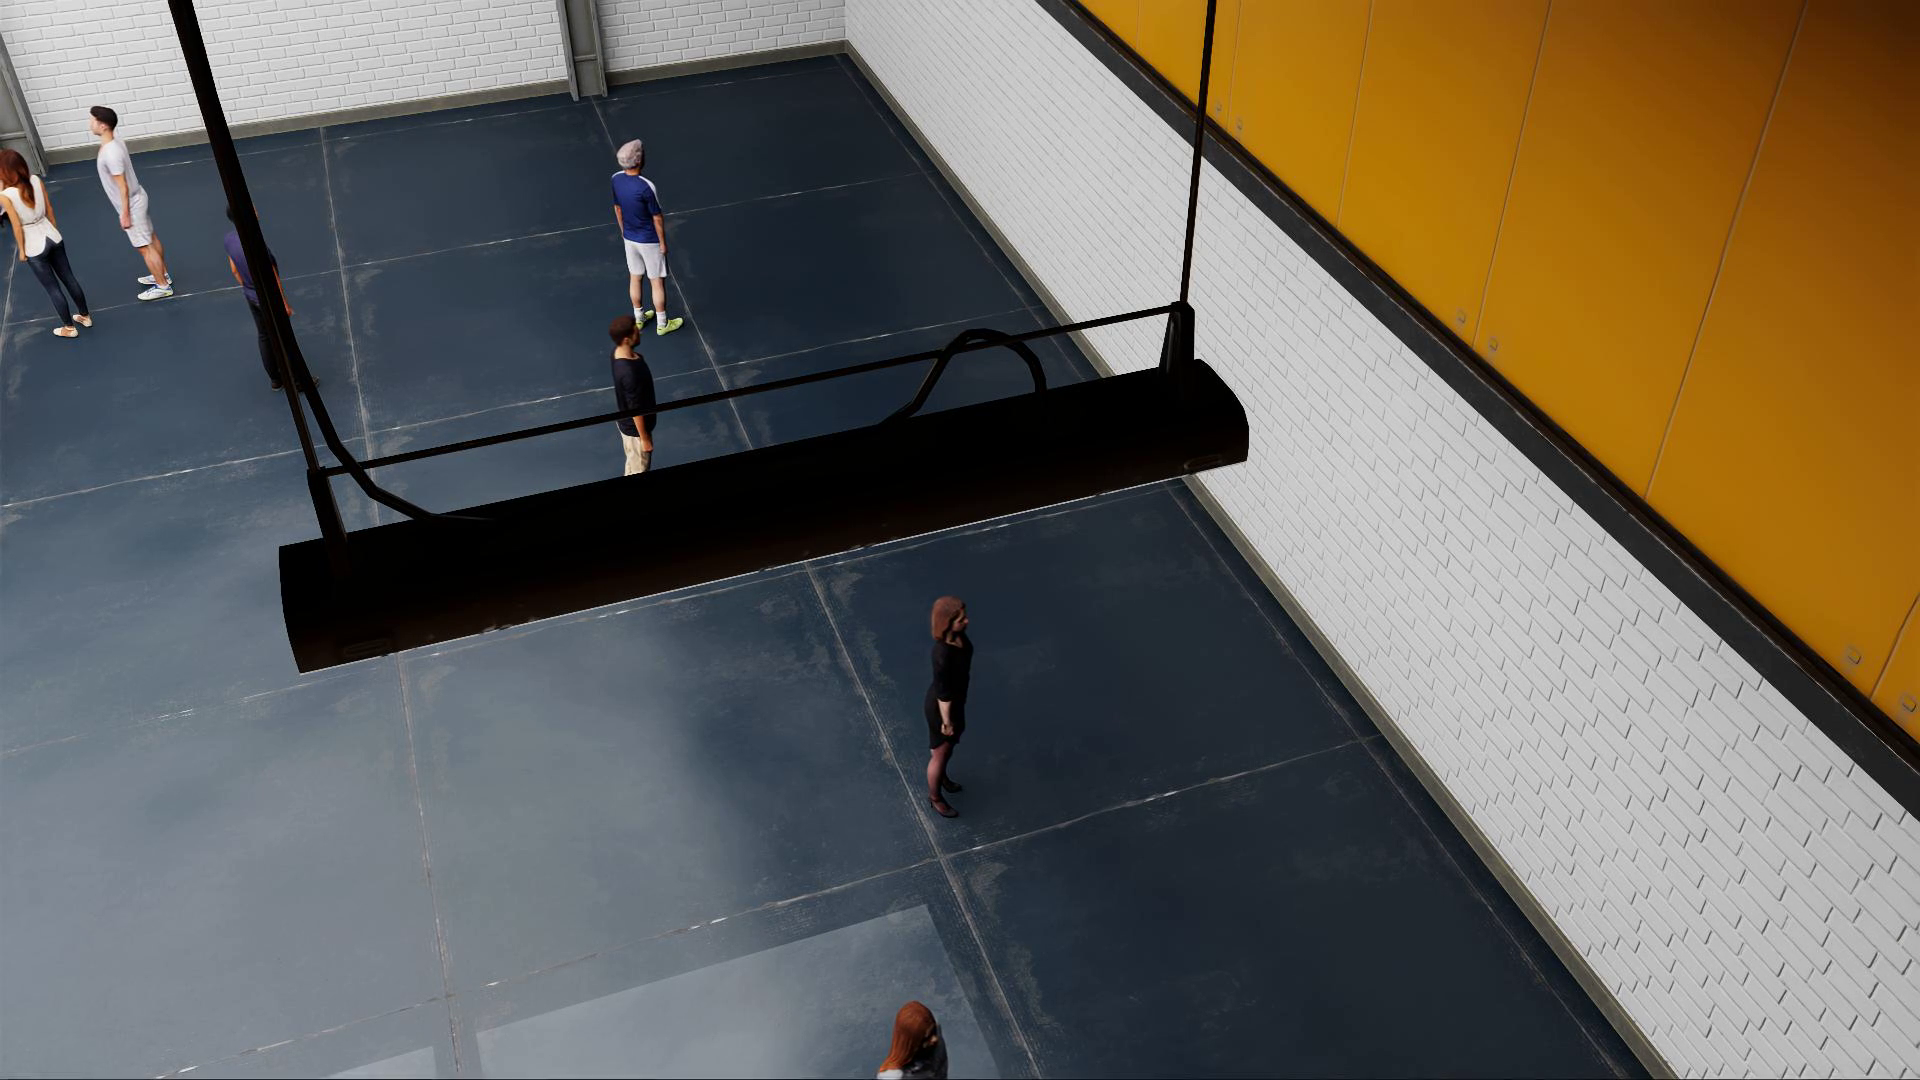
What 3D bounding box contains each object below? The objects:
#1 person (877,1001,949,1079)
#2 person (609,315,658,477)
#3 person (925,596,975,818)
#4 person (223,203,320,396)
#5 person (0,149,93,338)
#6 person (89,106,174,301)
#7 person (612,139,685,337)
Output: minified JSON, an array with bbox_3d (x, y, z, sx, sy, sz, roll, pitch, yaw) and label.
[{"bbox_3d":[-0.221,2.778,8.012,0.738,1.703,0.677,17,42,20],"label":"person"},{"bbox_3d":[-2.433,-0.858,12.446,0.542,1.851,0.632,-12,40,-15],"label":"person"},{"bbox_3d":[-0.084,1.006,10.230,0.659,1.704,0.661,5,39,7],"label":"person"},{"bbox_3d":[-5.853,-2.037,13.969,0.716,1.793,0.757,19,42,22],"label":"person"},{"bbox_3d":[-8.106,-2.621,14.707,0.716,1.785,0.662,15,41,18],"label":"person"},{"bbox_3d":[-7.606,-3.103,15.254,0.554,1.855,0.672,-12,40,-14],"label":"person"},{"bbox_3d":[-2.810,-2.679,14.736,0.719,1.839,0.770,18,42,21],"label":"person"}]
